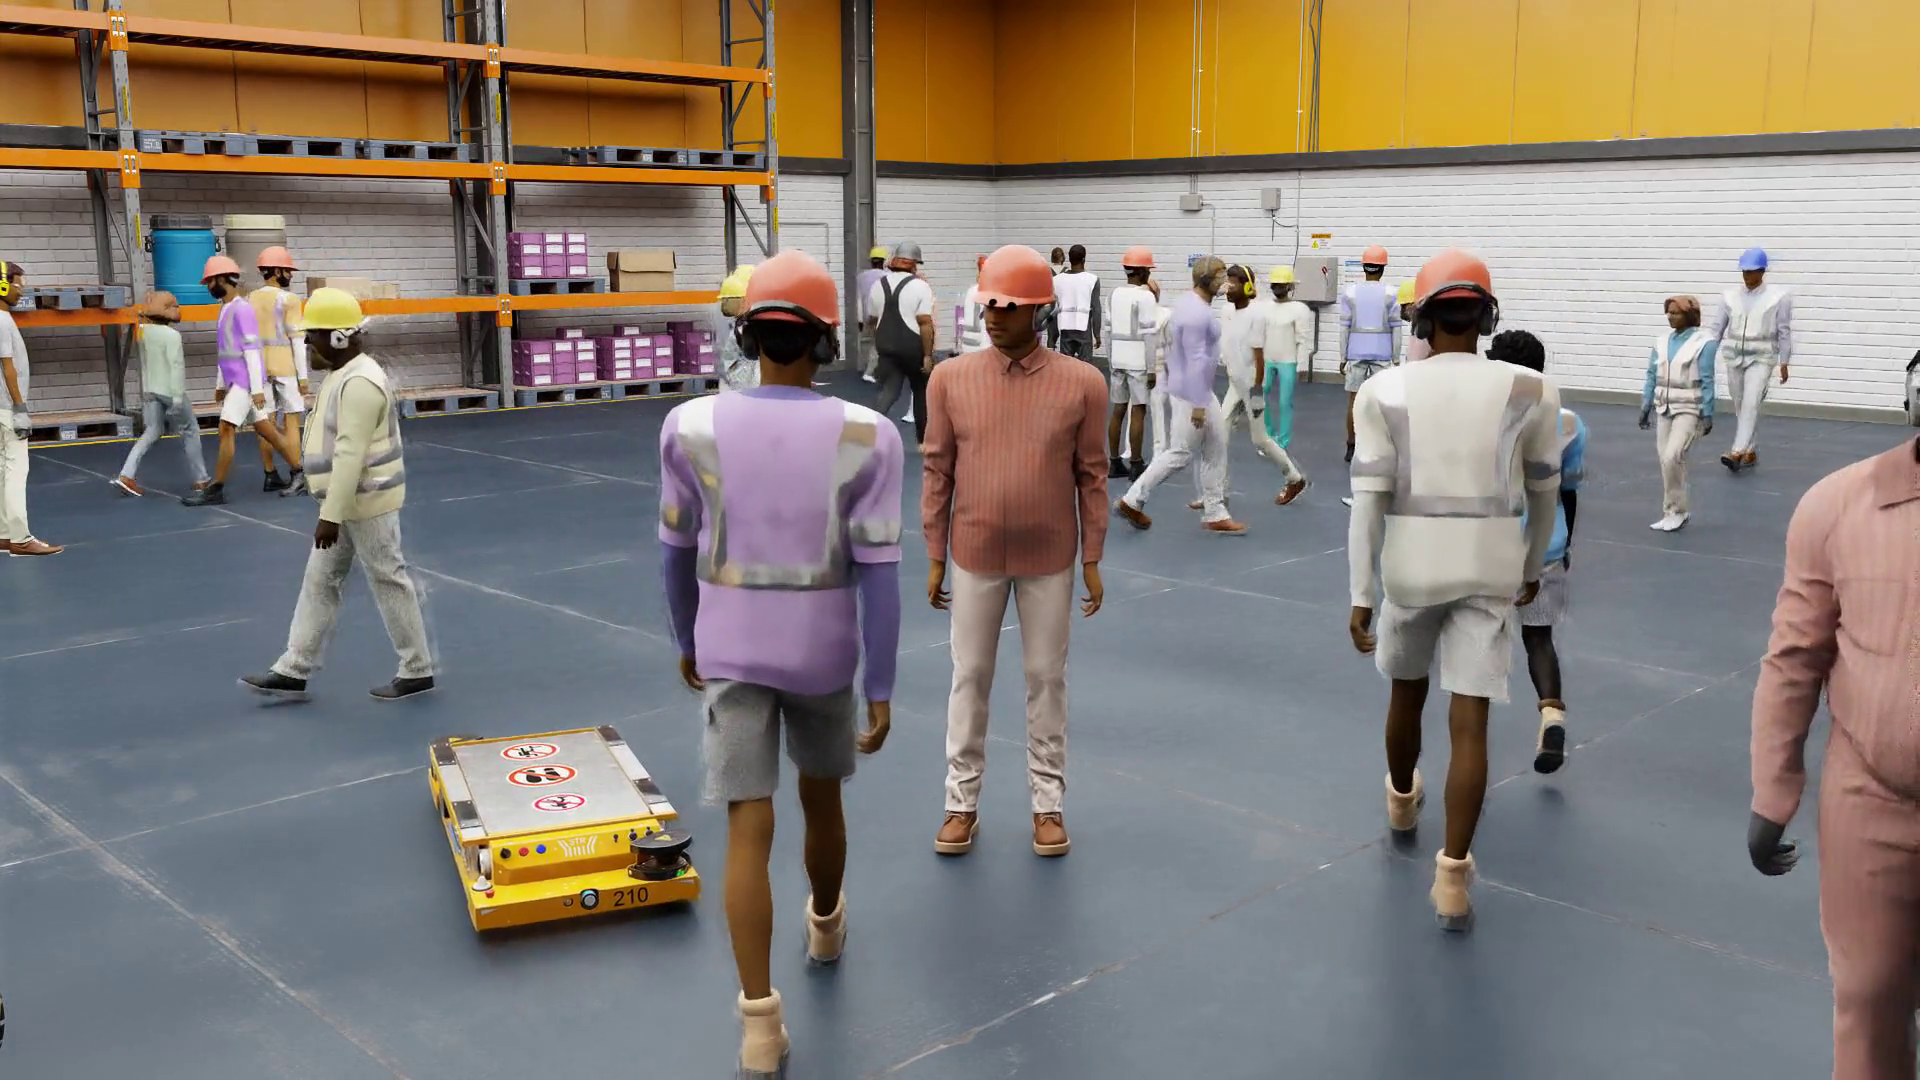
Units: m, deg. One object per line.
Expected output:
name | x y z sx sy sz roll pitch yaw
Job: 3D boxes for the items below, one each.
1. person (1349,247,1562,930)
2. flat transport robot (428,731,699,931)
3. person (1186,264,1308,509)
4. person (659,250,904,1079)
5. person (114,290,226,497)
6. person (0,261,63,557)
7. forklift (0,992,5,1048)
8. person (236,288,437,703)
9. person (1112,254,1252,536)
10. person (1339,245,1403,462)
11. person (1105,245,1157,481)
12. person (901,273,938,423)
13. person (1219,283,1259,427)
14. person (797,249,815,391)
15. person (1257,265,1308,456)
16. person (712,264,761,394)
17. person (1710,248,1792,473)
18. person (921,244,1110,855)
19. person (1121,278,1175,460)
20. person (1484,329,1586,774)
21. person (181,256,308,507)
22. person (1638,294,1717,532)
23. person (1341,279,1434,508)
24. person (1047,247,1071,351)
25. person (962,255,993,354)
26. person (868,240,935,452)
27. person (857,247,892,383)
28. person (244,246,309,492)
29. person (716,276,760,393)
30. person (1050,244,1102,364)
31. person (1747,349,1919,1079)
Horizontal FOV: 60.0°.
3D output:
person | 1.519 0.102 5.156 0.616 1.973 1.085 3 11 17
flat transport robot | -1.358 0.892 5.507 0.652 0.197 1.431 -4 11 -22
person | 2.181 -1.129 12.317 0.920 1.824 0.531 -4 11 -21
person | -0.445 0.277 4.203 0.611 1.991 1.036 -1 10 -4
person | -6.233 -1.140 12.970 0.506 1.605 0.804 7 12 33
person | -5.999 -0.826 10.535 0.329 1.865 0.507 -10 14 -42
forklift | -3.245 0.323 3.363 2.313 2.155 1.214 2 11 13
person | -2.693 -0.156 7.070 0.866 1.796 0.596 -6 12 -30
person | 1.497 -0.963 11.191 0.878 1.914 0.641 3 11 16
person | 3.659 -1.652 14.834 0.552 1.937 0.356 4 11 19
person | 1.443 -1.457 13.771 0.378 1.936 0.548 -8 13 -36
person | -0.531 -2.063 17.940 0.512 1.611 0.775 8 13 37
person | 2.967 -1.954 17.401 0.520 1.634 0.599 1 10 5
person | -2.000 -2.748 21.047 0.724 1.842 0.537 -9 13 -39
person | 2.862 -1.592 14.984 0.544 1.754 0.364 8 13 36
person | -1.800 -1.399 13.894 0.589 1.785 0.919 7 12 33
person | 6.706 -1.533 14.271 0.965 1.898 0.653 -9 14 -41
person | 0.177 0.048 5.414 0.612 1.991 0.391 1 10 5
person | 1.682 -1.536 15.015 0.523 1.640 0.306 4 11 20
person | 2.108 0.042 6.305 0.533 1.675 0.696 1 10 4
person | -5.423 -1.214 12.645 1.004 1.876 0.575 -7 13 -35
person | 4.852 -0.852 11.323 0.438 1.622 0.538 -4 11 -22
person | 3.174 -0.954 11.624 0.921 1.701 0.544 2 11 11
person | 1.455 -3.398 24.625 0.506 1.841 0.344 1 10 4
person | 0.283 -1.767 15.740 0.986 1.832 0.599 -4 11 -22
person | -0.560 -1.786 15.284 0.684 2.000 0.938 6 12 31
person | -1.142 -3.117 23.035 0.581 1.867 1.027 5 12 27
person | -5.364 -1.337 13.124 0.547 1.934 0.376 4 11 19
person | -1.528 -0.968 11.639 0.325 1.740 0.493 0 10 -1
person | 1.280 -2.301 18.425 0.587 1.920 0.394 4 11 23
person | 1.847 0.514 3.157 0.670 1.887 0.449 8 13 39
